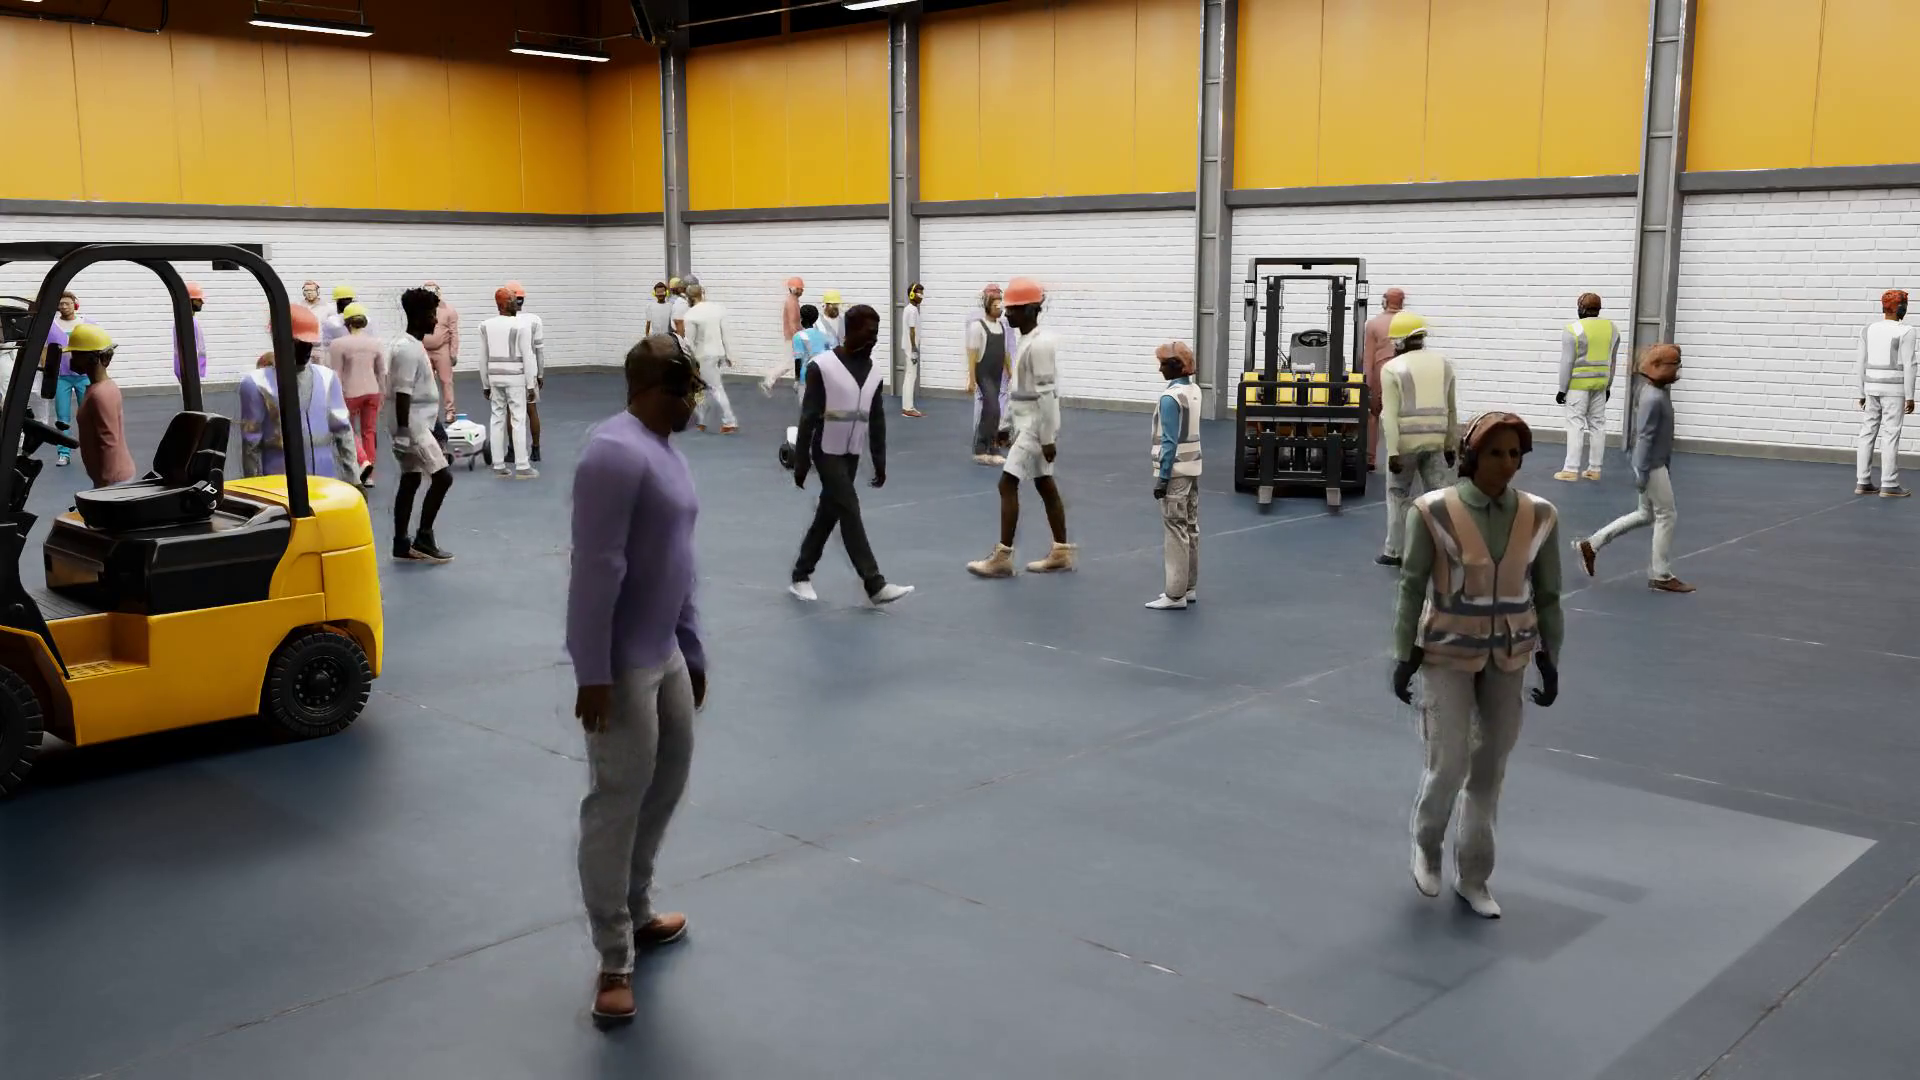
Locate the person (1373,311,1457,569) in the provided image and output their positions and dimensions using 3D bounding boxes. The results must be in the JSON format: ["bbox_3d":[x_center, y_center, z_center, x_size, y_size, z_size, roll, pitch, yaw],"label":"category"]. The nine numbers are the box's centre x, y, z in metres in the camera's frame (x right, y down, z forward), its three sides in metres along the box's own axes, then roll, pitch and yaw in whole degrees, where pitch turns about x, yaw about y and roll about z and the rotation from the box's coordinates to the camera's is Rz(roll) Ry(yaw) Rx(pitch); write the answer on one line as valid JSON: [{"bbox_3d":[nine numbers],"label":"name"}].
[{"bbox_3d":[3.158,-0.649,11.252,0.618,1.800,0.774,-4,10,-22],"label":"person"}]

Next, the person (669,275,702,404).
[{"bbox_3d":[-4.137,-3.051,25.217,0.835,2.000,0.767,0,9,3],"label":"person"}]

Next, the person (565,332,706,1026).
[{"bbox_3d":[-0.930,0.370,4.725,0.368,1.897,0.743,1,9,8],"label":"person"}]

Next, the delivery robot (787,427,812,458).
[{"bbox_3d":[-1.468,-1.047,17.189,0.477,0.478,0.707,-9,13,-42],"label":"delivery robot"}]

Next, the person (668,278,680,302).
[{"bbox_3d":[-4.865,-3.575,28.812,0.381,1.917,0.585,6,11,32],"label":"person"}]

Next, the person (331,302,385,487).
[{"bbox_3d":[-5.656,-1.358,15.690,0.435,1.750,0.551,9,13,43],"label":"person"}]

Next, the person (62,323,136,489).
[{"bbox_3d":[-4.837,-0.335,9.404,0.328,1.769,0.526,-5,10,-26],"label":"person"}]

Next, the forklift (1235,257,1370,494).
[{"bbox_3d":[3.309,-1.629,16.029,1.214,2.155,2.313,2,9,11],"label":"forklift"}]

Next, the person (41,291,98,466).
[{"bbox_3d":[-9.366,-1.702,17.551,0.569,1.842,0.385,-5,10,-26],"label":"person"}]

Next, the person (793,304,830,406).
[{"bbox_3d":[-1.636,-1.765,18.419,0.335,1.684,0.538,7,12,38],"label":"person"}]

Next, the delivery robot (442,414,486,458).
[{"bbox_3d":[-5.178,-1.071,17.334,0.477,0.478,0.707,-1,9,-4],"label":"delivery robot"}]

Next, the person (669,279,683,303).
[{"bbox_3d":[-4.394,-3.175,26.395,0.577,1.904,0.632,0,9,-1],"label":"person"}]

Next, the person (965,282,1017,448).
[{"bbox_3d":[0.390,-2.024,19.312,0.651,1.913,0.410,5,11,29],"label":"person"}]

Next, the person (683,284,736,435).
[{"bbox_3d":[-3.214,-2.241,20.750,0.961,1.869,0.668,4,10,26],"label":"person"}]

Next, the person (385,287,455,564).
[{"bbox_3d":[-3.773,-0.790,11.667,0.580,1.941,0.619,-3,10,-20],"label":"person"}]

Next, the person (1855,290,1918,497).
[{"bbox_3d":[8.452,-1.332,15.166,0.356,1.883,0.573,-4,10,-22],"label":"person"}]

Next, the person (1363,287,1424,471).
[{"bbox_3d":[4.315,-1.603,16.817,0.666,1.880,0.785,-1,9,-7],"label":"person"}]

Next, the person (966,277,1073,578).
[{"bbox_3d":[0.377,-0.747,11.206,0.883,2.009,0.636,0,9,-2],"label":"person"}]

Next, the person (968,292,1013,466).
[{"bbox_3d":[0.392,-1.690,17.522,0.708,1.819,0.534,8,12,39],"label":"person"}]

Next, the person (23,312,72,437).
[{"bbox_3d":[-11.202,-2.151,20.362,0.700,1.828,0.415,-2,9,-11],"label":"person"}]

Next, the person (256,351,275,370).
[{"bbox_3d":[-4.023,-0.343,10.012,0.868,1.569,0.554,-1,9,-4],"label":"person"}]

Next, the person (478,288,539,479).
[{"bbox_3d":[-4.464,-1.539,16.431,0.577,1.881,0.349,3,10,17],"label":"person"}]

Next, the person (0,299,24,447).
[{"bbox_3d":[-11.045,-1.915,19.161,0.289,1.746,0.485,-1,9,-5],"label":"person"}]

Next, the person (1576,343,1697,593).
[{"bbox_3d":[4.404,-0.473,10.738,0.677,1.604,0.500,4,10,24],"label":"person"}]

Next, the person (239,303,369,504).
[{"bbox_3d":[-3.477,-0.308,8.880,0.952,1.883,0.546,7,12,37],"label":"person"}]

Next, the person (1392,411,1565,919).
[{"bbox_3d":[1.651,0.401,5.293,0.541,1.624,0.367,-1,9,-7],"label":"person"}]

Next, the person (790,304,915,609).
[{"bbox_3d":[-0.711,-0.509,10.214,0.988,1.855,0.601,8,12,39],"label":"person"}]

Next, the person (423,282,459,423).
[{"bbox_3d":[-7.063,-2.512,22.352,0.645,1.901,0.405,0,9,-2],"label":"person"}]

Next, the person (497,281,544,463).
[{"bbox_3d":[-4.737,-1.793,17.832,0.546,1.935,0.366,-5,11,-30],"label":"person"}]

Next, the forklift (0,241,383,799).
[{"bbox_3d":[-3.706,-0.171,7.093,1.214,2.155,2.313,9,13,43],"label":"forklift"}]

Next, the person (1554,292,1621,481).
[{"bbox_3d":[6.100,-1.490,16.258,0.624,1.844,0.429,-3,10,-17],"label":"person"}]

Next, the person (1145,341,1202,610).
[{"bbox_3d":[1.323,-0.391,10.142,0.308,1.638,0.511,4,10,24],"label":"person"}]

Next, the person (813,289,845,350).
[{"bbox_3d":[-1.559,-2.114,20.112,0.588,1.833,0.403,-7,12,-37],"label":"person"}]

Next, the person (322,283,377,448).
[{"bbox_3d":[-6.695,-1.858,18.287,0.534,1.913,0.607,9,13,43],"label":"person"}]

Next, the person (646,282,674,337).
[{"bbox_3d":[-4.590,-3.040,25.677,0.538,1.869,0.313,-3,10,-16],"label":"person"}]

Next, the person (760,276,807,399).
[{"bbox_3d":[-2.692,-3.200,26.381,0.908,1.969,0.621,1,9,5],"label":"person"}]

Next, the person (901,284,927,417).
[{"bbox_3d":[-0.658,-2.661,23.373,0.331,1.864,0.513,-1,9,-8],"label":"person"}]

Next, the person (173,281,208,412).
[{"bbox_3d":[-8.100,-1.755,17.584,0.375,1.939,0.546,-5,11,-30],"label":"person"}]

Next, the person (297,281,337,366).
[{"bbox_3d":[-9.030,-2.665,23.263,0.642,1.909,0.408,-2,10,-14],"label":"person"}]
